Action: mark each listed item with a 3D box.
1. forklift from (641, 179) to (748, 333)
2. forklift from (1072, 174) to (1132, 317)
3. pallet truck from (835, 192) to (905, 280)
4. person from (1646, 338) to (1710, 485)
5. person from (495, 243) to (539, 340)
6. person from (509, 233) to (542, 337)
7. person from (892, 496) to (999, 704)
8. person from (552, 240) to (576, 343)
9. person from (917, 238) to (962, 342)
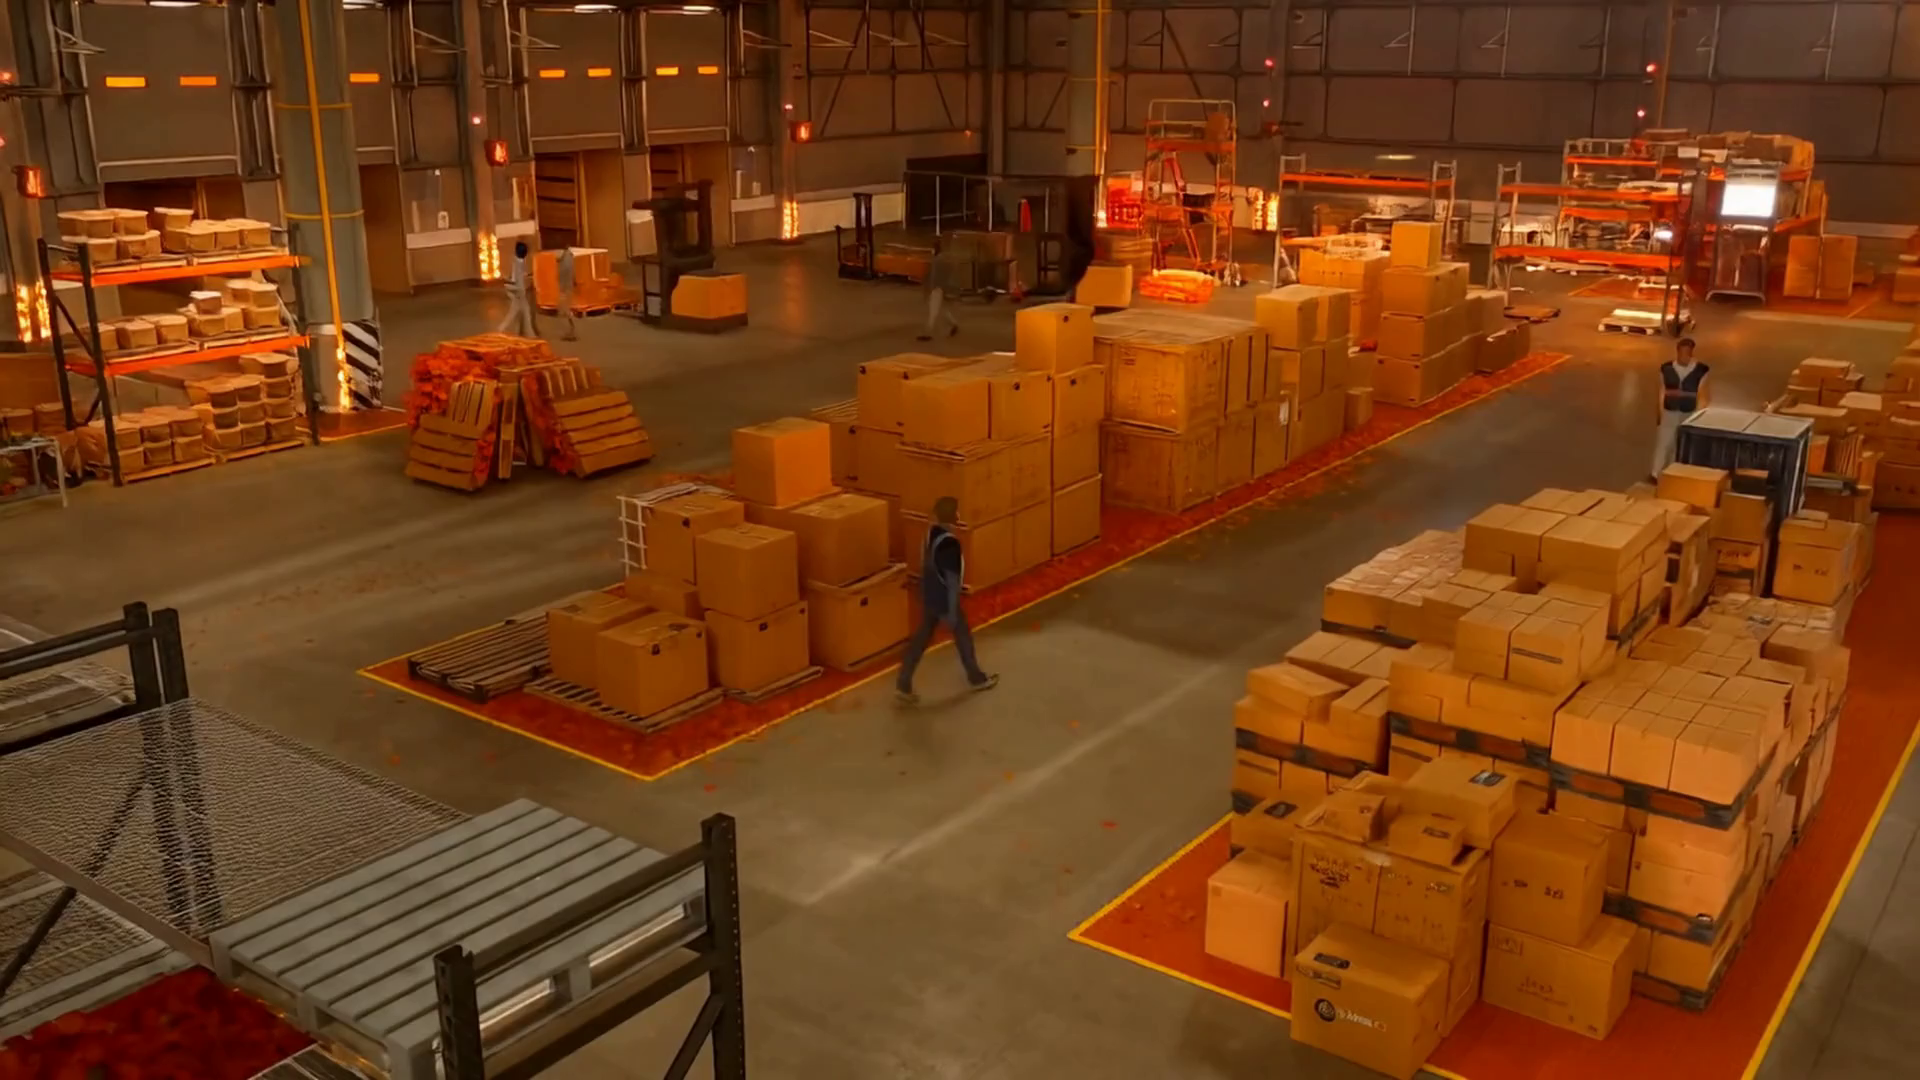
[{"bbox_3d":[-5.130,-5.487,31.942,1.873,2.768,1.129,12,21,35],"label":"forklift"},{"bbox_3d":[2.470,-5.821,33.050,1.873,2.768,1.129,3,17,10],"label":"forklift"},{"bbox_3d":[-1.936,-7.159,38.982,1.885,1.965,0.823,-12,21,-34],"label":"pallet truck"},{"bbox_3d":[8.892,-1.547,20.611,0.596,1.881,0.931,11,20,32],"label":"person"},{"bbox_3d":[-8.181,-4.487,30.398,0.778,1.859,0.585,-15,22,-40],"label":"person"},{"bbox_3d":[-8.135,-4.774,31.181,0.545,1.942,0.350,-14,22,-38],"label":"person"},{"bbox_3d":[-0.150,0.501,13.977,1.034,1.795,0.525,-11,20,-33],"label":"person"},{"bbox_3d":[-7.336,-4.605,30.727,0.374,1.902,0.784,-10,19,-30],"label":"person"},{"bbox_3d":[-0.356,-4.660,30.892,0.982,1.903,0.636,-8,19,-26],"label":"person"}]
